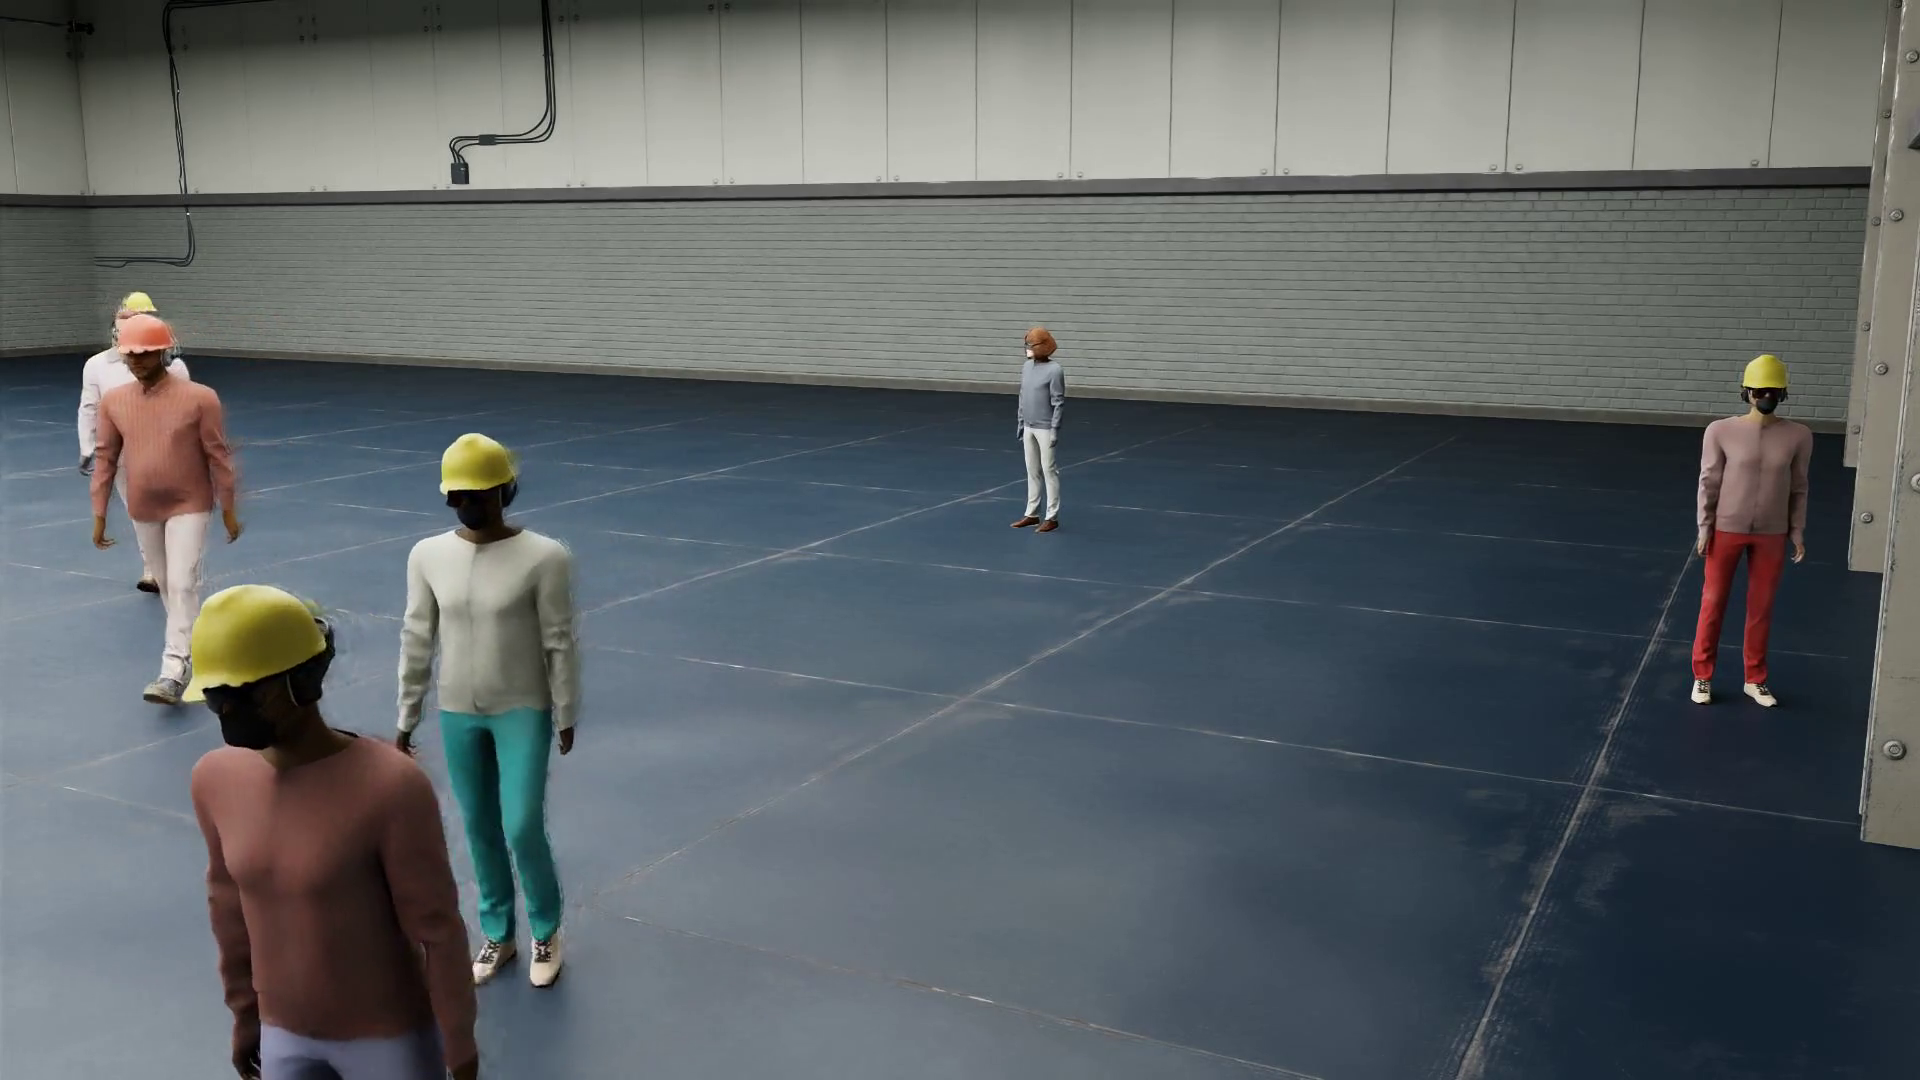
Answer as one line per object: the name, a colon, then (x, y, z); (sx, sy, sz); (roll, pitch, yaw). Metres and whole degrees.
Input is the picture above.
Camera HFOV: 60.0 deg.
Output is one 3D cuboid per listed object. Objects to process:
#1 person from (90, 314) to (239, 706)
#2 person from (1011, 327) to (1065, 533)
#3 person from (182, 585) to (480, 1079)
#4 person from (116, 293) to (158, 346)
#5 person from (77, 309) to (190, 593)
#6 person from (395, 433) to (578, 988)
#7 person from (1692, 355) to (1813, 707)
person: (-4.050, -0.141, 8.352); (0.665, 1.947, 0.985); (0, 10, 0)
person: (0.629, -0.878, 13.244); (0.279, 1.633, 0.498); (-7, 13, -35)
person: (-1.163, 0.912, 3.198); (0.549, 1.736, 0.558); (3, 11, 18)
person: (-7.750, -1.474, 16.043); (0.824, 1.795, 0.612); (0, 10, -2)
person: (-5.445, -0.575, 10.962); (0.645, 1.862, 0.957); (-1, 10, -8)
person: (-1.475, 0.545, 5.166); (0.536, 1.755, 0.412); (2, 11, 9)
person: (3.947, -0.039, 8.304); (0.523, 1.769, 0.321); (2, 11, 9)
